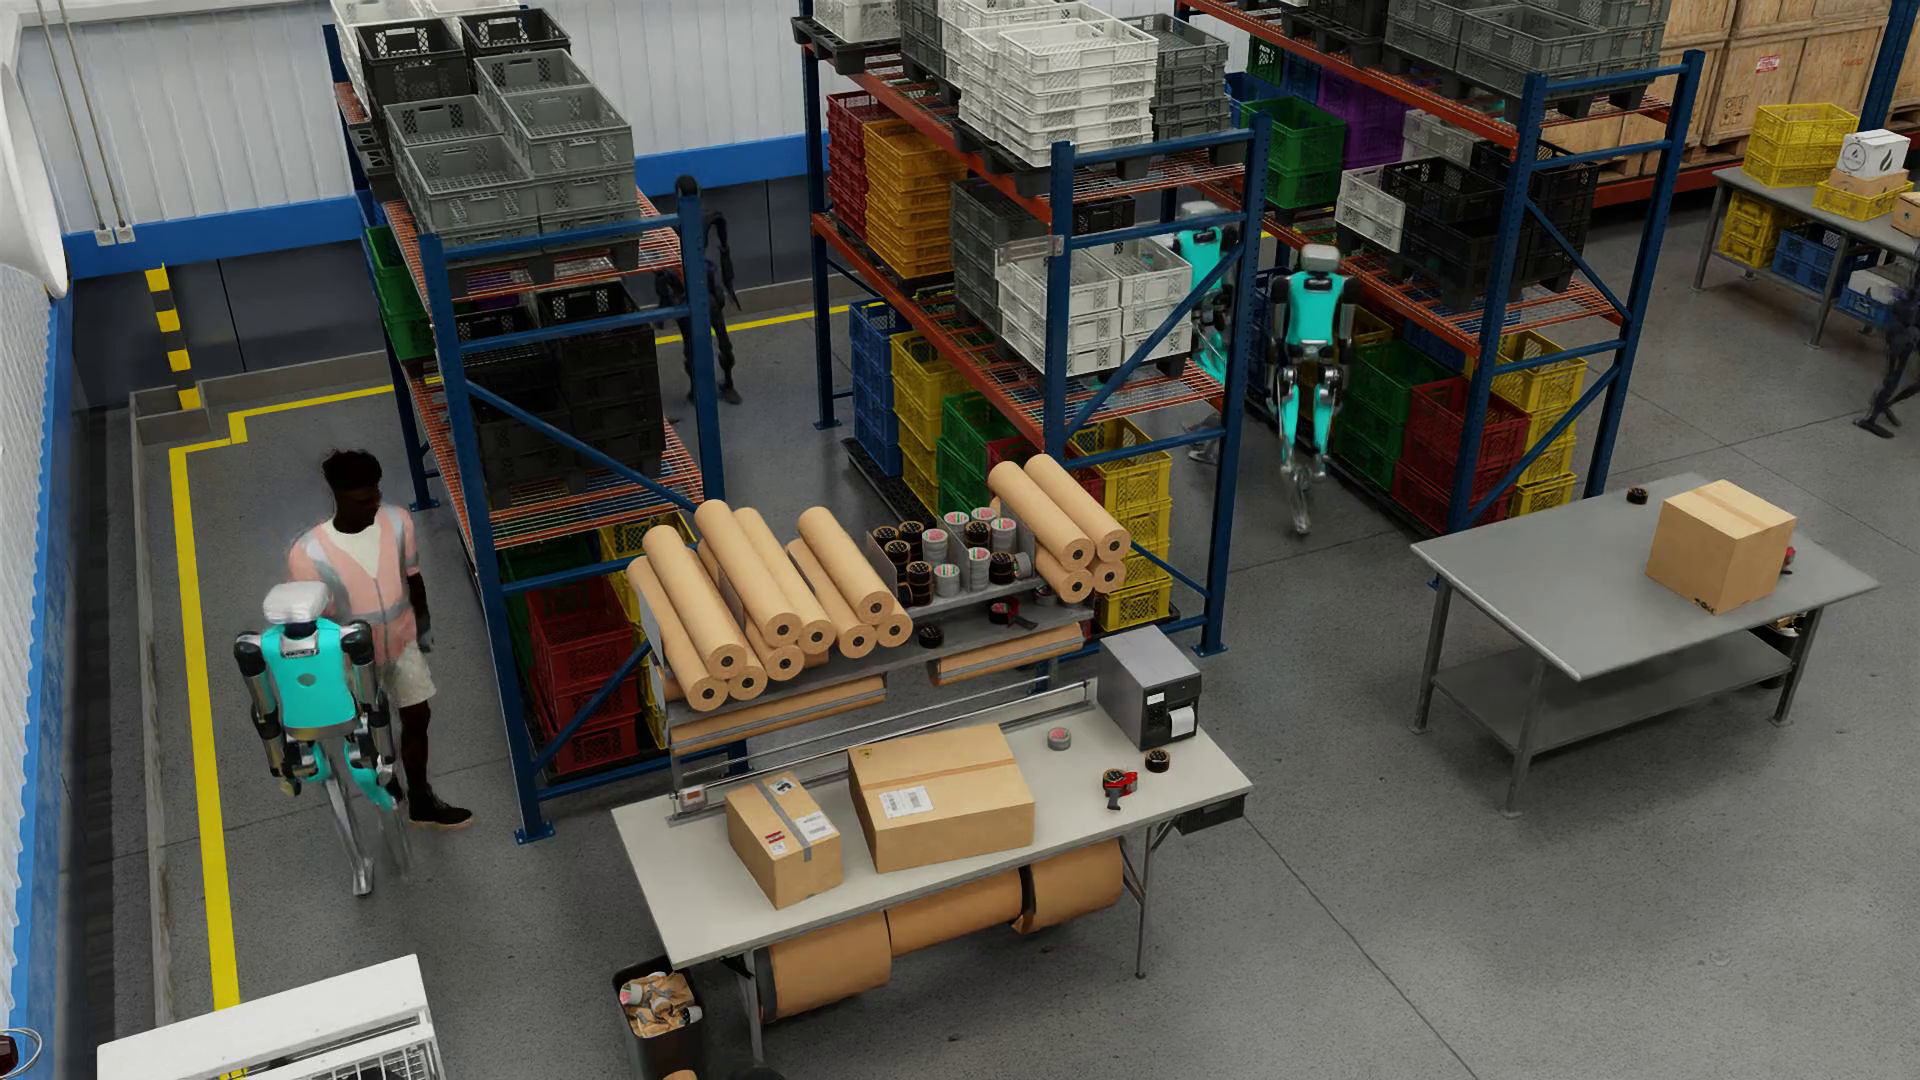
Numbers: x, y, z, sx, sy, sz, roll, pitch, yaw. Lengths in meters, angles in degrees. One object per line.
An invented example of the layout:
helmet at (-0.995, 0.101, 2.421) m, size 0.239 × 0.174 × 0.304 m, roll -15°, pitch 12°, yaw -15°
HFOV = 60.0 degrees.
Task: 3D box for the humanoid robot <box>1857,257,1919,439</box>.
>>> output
humanoid robot at (6.346, -1.453, 10.984) m, size 0.590 × 1.644 × 0.359 m, roll -20°, pitch 37°, yaw -29°

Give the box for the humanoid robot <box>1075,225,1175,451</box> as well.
humanoid robot at (0.891, -1.108, 10.396) m, size 0.797 × 1.803 × 0.549 m, roll 4°, pitch 32°, yaw 6°

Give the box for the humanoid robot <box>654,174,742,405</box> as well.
humanoid robot at (-1.804, -1.692, 11.365) m, size 0.610 × 1.648 × 0.329 m, roll -18°, pitch 36°, yaw -26°

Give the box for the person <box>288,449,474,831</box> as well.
person at (-2.673, 0.487, 7.592) m, size 0.663 × 1.928 × 0.676 m, roll -26°, pitch 40°, yaw -35°

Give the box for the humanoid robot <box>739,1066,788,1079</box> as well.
humanoid robot at (-0.568, 2.205, 5.042) m, size 0.388 × 1.644 × 0.599 m, roll 22°, pitch 38°, yaw 32°

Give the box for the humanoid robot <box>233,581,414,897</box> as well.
humanoid robot at (-2.694, 0.880, 7.233) m, size 0.539 × 1.878 × 0.743 m, roll -7°, pitch 32°, yaw -11°

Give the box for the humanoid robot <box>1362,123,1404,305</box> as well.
humanoid robot at (3.367, -2.550, 12.765) m, size 0.589 × 1.643 × 0.372 m, roll -11°, pitch 33°, yaw -18°

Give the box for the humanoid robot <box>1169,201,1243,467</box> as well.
humanoid robot at (1.642, -1.204, 10.539) m, size 0.537 × 1.731 × 0.902 m, roll -15°, pitch 35°, yaw -23°

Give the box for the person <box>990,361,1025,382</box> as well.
person at (0.372, -2.072, 11.656) m, size 0.385 × 2.034 × 0.604 m, roll 8°, pitch 33°, yaw 13°

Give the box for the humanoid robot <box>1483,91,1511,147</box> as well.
humanoid robot at (4.168, -3.084, 13.594) m, size 0.557 × 1.776 × 0.964 m, roll -13°, pitch 34°, yaw -20°

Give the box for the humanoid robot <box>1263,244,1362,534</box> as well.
humanoid robot at (2.095, -0.845, 9.943) m, size 0.538 × 1.739 × 0.957 m, roll 0°, pitch 32°, yaw 1°

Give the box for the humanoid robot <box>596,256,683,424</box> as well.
humanoid robot at (-2.260, -1.399, 10.921) m, size 0.717 × 1.634 × 0.583 m, roll 6°, pitch 32°, yaw 10°
